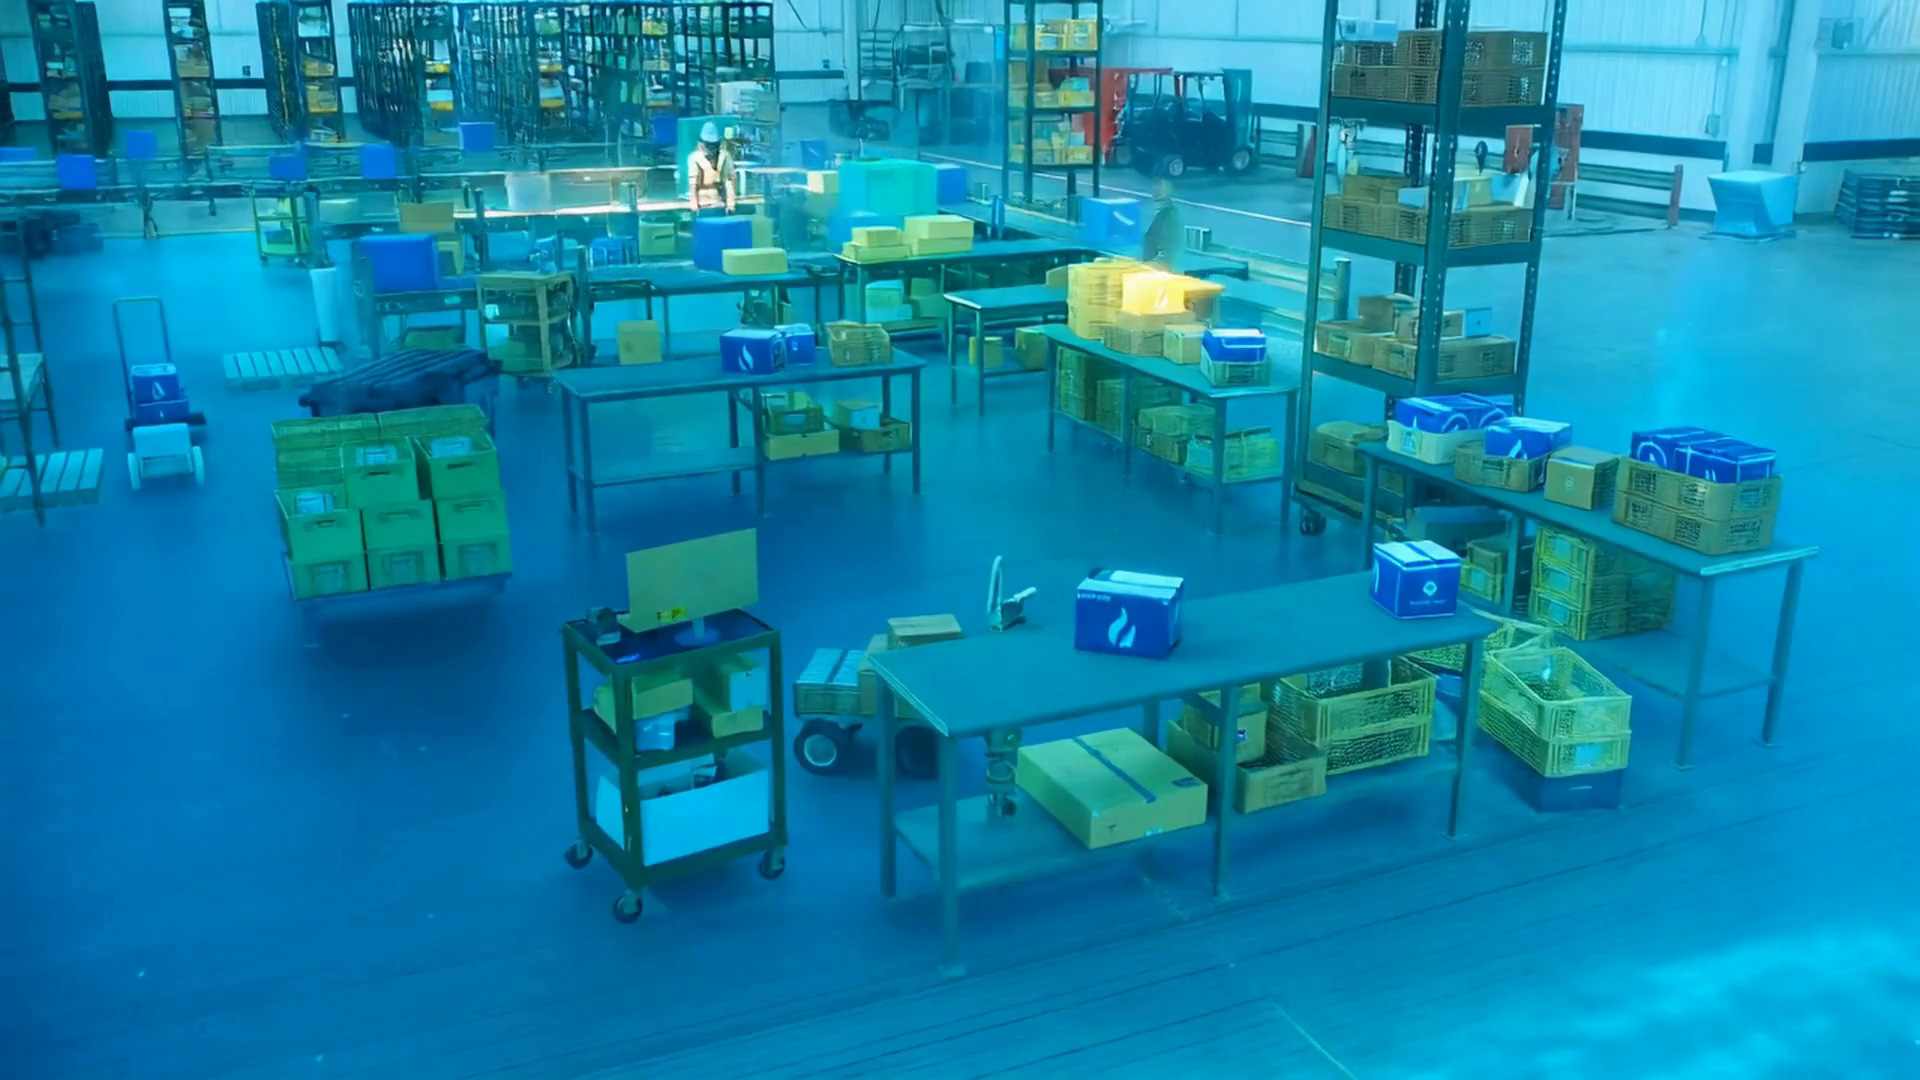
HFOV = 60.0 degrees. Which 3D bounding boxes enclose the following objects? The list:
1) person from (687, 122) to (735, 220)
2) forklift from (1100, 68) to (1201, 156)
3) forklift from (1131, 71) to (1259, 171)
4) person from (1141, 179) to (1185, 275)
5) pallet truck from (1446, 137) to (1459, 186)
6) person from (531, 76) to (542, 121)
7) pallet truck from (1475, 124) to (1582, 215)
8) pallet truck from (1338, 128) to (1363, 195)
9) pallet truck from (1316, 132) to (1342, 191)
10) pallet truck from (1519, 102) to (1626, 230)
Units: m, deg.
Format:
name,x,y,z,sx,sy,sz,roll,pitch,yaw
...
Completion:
name,x,y,z,sx,sy,sz,roll,pitch,yaw
person,-3.133,-4.253,21.101,0.606,2.038,0.382,-8,19,-24
forklift,4.082,-9.564,37.410,2.680,1.987,1.157,-8,19,-23
forklift,4.998,-8.936,35.413,2.680,1.987,1.157,-9,20,-25
person,2.020,-2.515,15.912,0.821,1.870,0.670,2,18,5
pallet truck,9.184,-6.485,29.328,1.630,1.274,0.653,-8,19,-23
person,-11.693,-12.070,46.029,0.389,1.849,0.566,-8,19,-22
pallet truck,9.707,-6.455,28.103,1.885,1.965,0.823,-7,19,-20
pallet truck,7.845,-7.140,31.411,1.522,1.261,0.704,-9,20,-25
pallet truck,7.723,-7.504,32.656,1.601,1.201,0.680,-8,19,-23
pallet truck,9.972,-6.037,26.785,1.885,1.965,0.823,-9,20,-25
